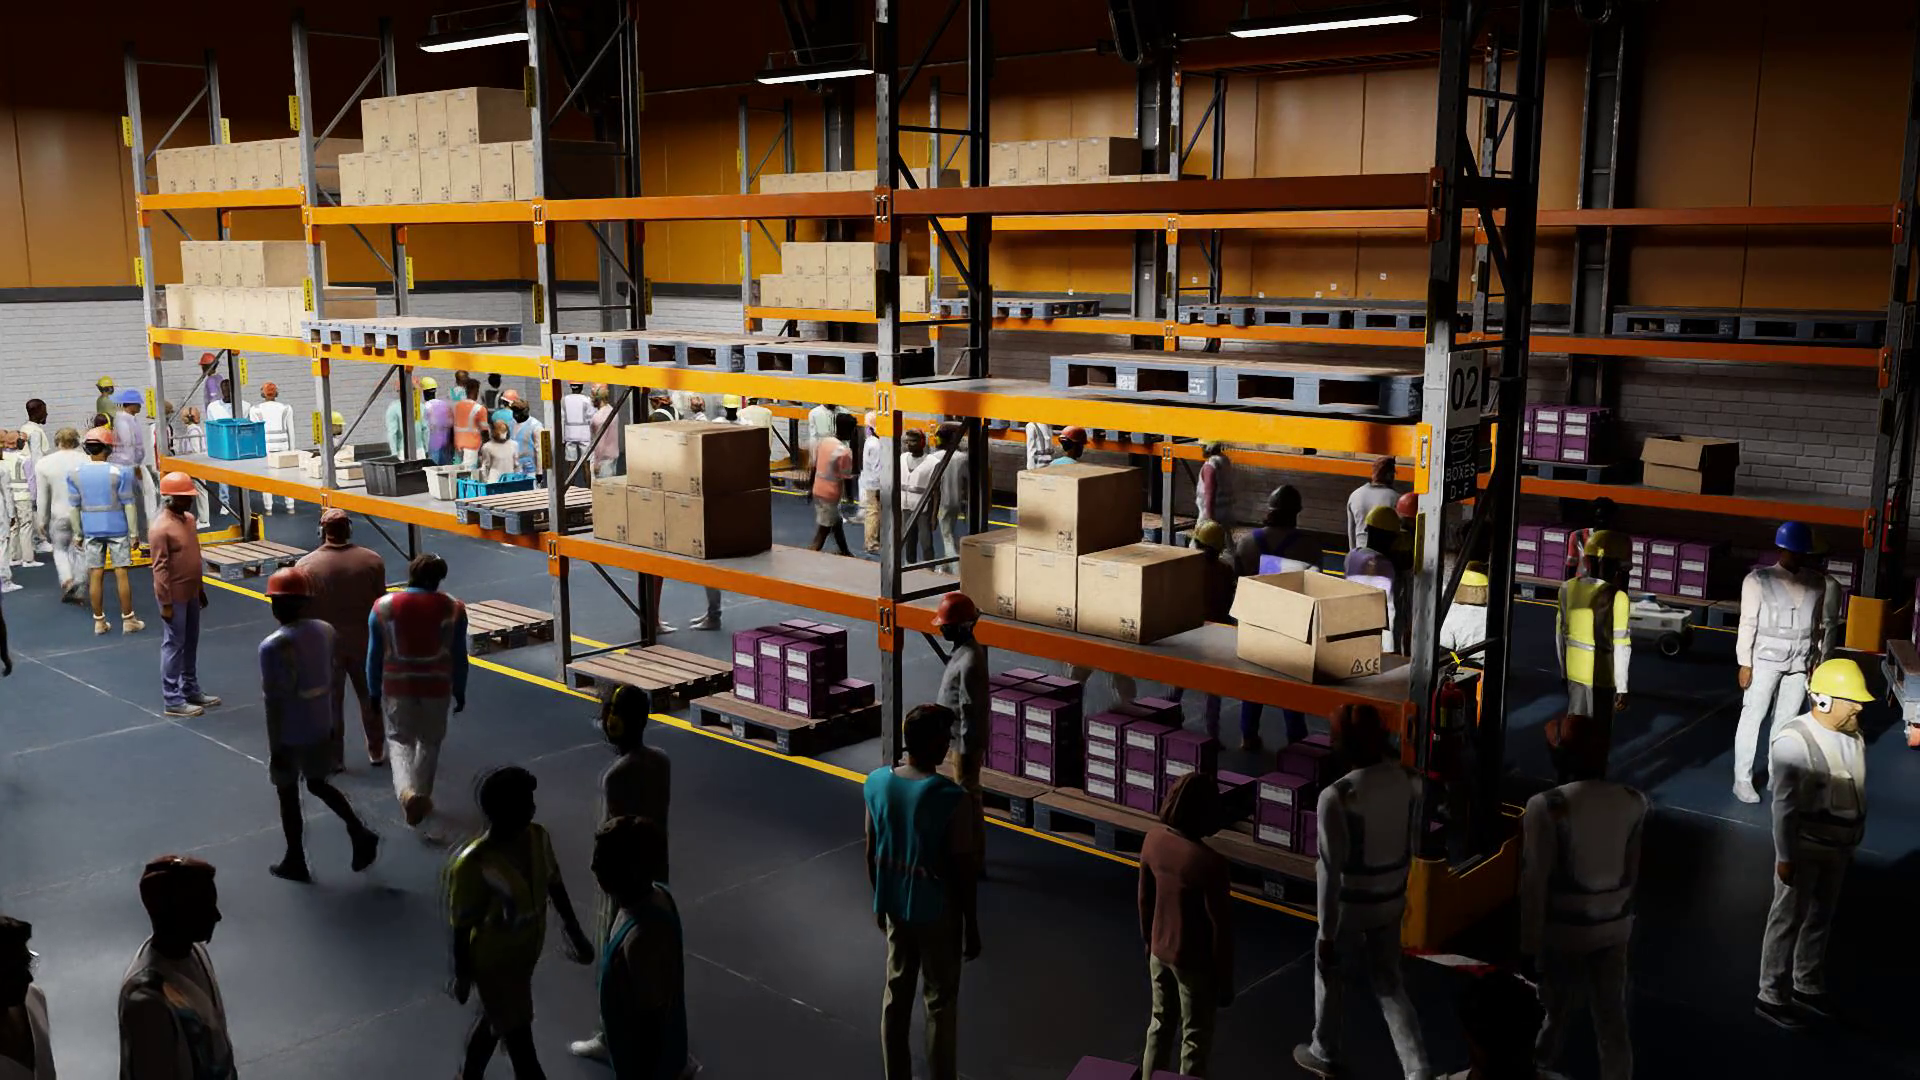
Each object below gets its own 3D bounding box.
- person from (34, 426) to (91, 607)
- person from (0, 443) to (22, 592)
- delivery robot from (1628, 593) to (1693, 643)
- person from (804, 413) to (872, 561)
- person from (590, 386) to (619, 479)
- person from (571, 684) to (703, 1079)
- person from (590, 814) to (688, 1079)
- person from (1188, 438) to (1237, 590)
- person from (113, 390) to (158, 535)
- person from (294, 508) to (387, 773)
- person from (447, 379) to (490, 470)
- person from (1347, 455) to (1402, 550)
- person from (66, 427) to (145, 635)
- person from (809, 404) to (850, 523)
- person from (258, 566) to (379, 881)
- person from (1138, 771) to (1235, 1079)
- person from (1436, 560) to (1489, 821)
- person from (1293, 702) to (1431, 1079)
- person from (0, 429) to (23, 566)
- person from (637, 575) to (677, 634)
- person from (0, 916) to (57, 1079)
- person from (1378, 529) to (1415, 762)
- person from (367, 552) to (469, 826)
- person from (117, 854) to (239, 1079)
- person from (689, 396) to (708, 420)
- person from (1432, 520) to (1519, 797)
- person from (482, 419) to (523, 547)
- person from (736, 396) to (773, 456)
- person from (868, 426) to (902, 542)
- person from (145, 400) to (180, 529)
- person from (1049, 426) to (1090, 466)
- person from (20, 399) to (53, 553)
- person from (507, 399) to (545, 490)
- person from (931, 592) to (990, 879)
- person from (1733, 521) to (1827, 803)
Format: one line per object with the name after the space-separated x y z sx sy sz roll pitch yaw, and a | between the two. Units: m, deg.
-9.295 -0.236 17.406 0.640 1.913 0.486 -7 12 -33 | person
-10.590 -0.292 18.220 0.488 1.736 0.360 0 10 2 | person
6.400 0.739 15.450 0.707 0.478 0.477 6 12 31 | delivery robot
-1.429 -0.514 19.006 0.854 1.898 0.660 -5 11 -28 | person
-4.697 -1.066 22.010 0.355 1.936 0.635 1 10 6 | person
-1.497 1.560 7.480 0.825 1.831 0.575 4 11 20 | person
-1.119 1.844 5.815 0.333 1.844 0.514 -2 10 -9 | person
2.713 -0.339 18.323 0.908 1.786 0.608 7 12 35 | person
-10.675 -0.992 21.630 0.805 1.919 0.623 -1 10 -6 | person
-4.459 0.718 12.012 0.649 1.906 0.401 -6 12 -32 | person
-6.950 -1.336 23.637 0.619 1.896 1.000 6 11 29 | person
3.802 0.188 15.010 0.410 1.909 0.643 -8 13 -38 | person
-8.306 -0.084 16.185 0.605 2.034 0.387 -1 10 -7 | person
-1.782 -1.171 22.676 0.589 1.913 0.394 -6 12 -30 | person
-3.827 1.109 9.790 0.672 1.912 0.549 5 11 26 | person
0.948 1.754 6.921 0.265 1.632 0.508 -7 12 -35 | person
3.361 0.992 10.953 0.484 1.737 0.318 0 10 -2 | person
1.776 1.599 7.227 0.587 1.844 0.890 -5 11 -24 | person
-11.273 -0.494 19.641 0.520 1.630 0.324 -1 10 -6 | person
-3.010 -0.025 16.220 0.405 1.909 0.597 -6 12 -31 | person
-2.897 1.998 4.989 0.386 1.838 0.567 0 10 -2 | person
3.163 0.778 12.167 0.328 1.736 0.486 0 10 2 | person
-3.516 0.985 10.834 0.648 1.801 0.721 -3 10 -16 | person
-2.488 1.912 5.357 0.364 1.878 0.584 -3 10 -14 | person
-3.745 -1.248 23.879 0.307 1.641 0.514 -5 11 -27 | person
3.593 0.809 11.438 0.929 1.924 0.611 -2 10 -12 | person
-5.835 -0.739 21.118 0.498 1.612 0.689 -9 14 -42 | person
-3.002 -1.370 24.236 0.565 1.755 0.323 -5 11 -26 | person
-0.914 -0.916 21.214 0.392 1.925 0.548 9 13 40 | person
-10.209 -0.896 21.392 0.602 1.820 0.550 -2 10 -11 | person
1.106 -0.141 16.518 0.404 2.035 0.606 -6 11 -29 | person
-11.400 -0.790 20.540 0.390 1.910 0.583 -7 12 -34 | person
-5.605 -0.903 21.398 0.632 1.836 0.429 6 12 31 | person
0.003 1.164 9.952 0.351 1.743 0.568 -1 10 -3 | person
5.572 0.824 11.291 0.613 1.945 0.406 -2 10 -9 | person
